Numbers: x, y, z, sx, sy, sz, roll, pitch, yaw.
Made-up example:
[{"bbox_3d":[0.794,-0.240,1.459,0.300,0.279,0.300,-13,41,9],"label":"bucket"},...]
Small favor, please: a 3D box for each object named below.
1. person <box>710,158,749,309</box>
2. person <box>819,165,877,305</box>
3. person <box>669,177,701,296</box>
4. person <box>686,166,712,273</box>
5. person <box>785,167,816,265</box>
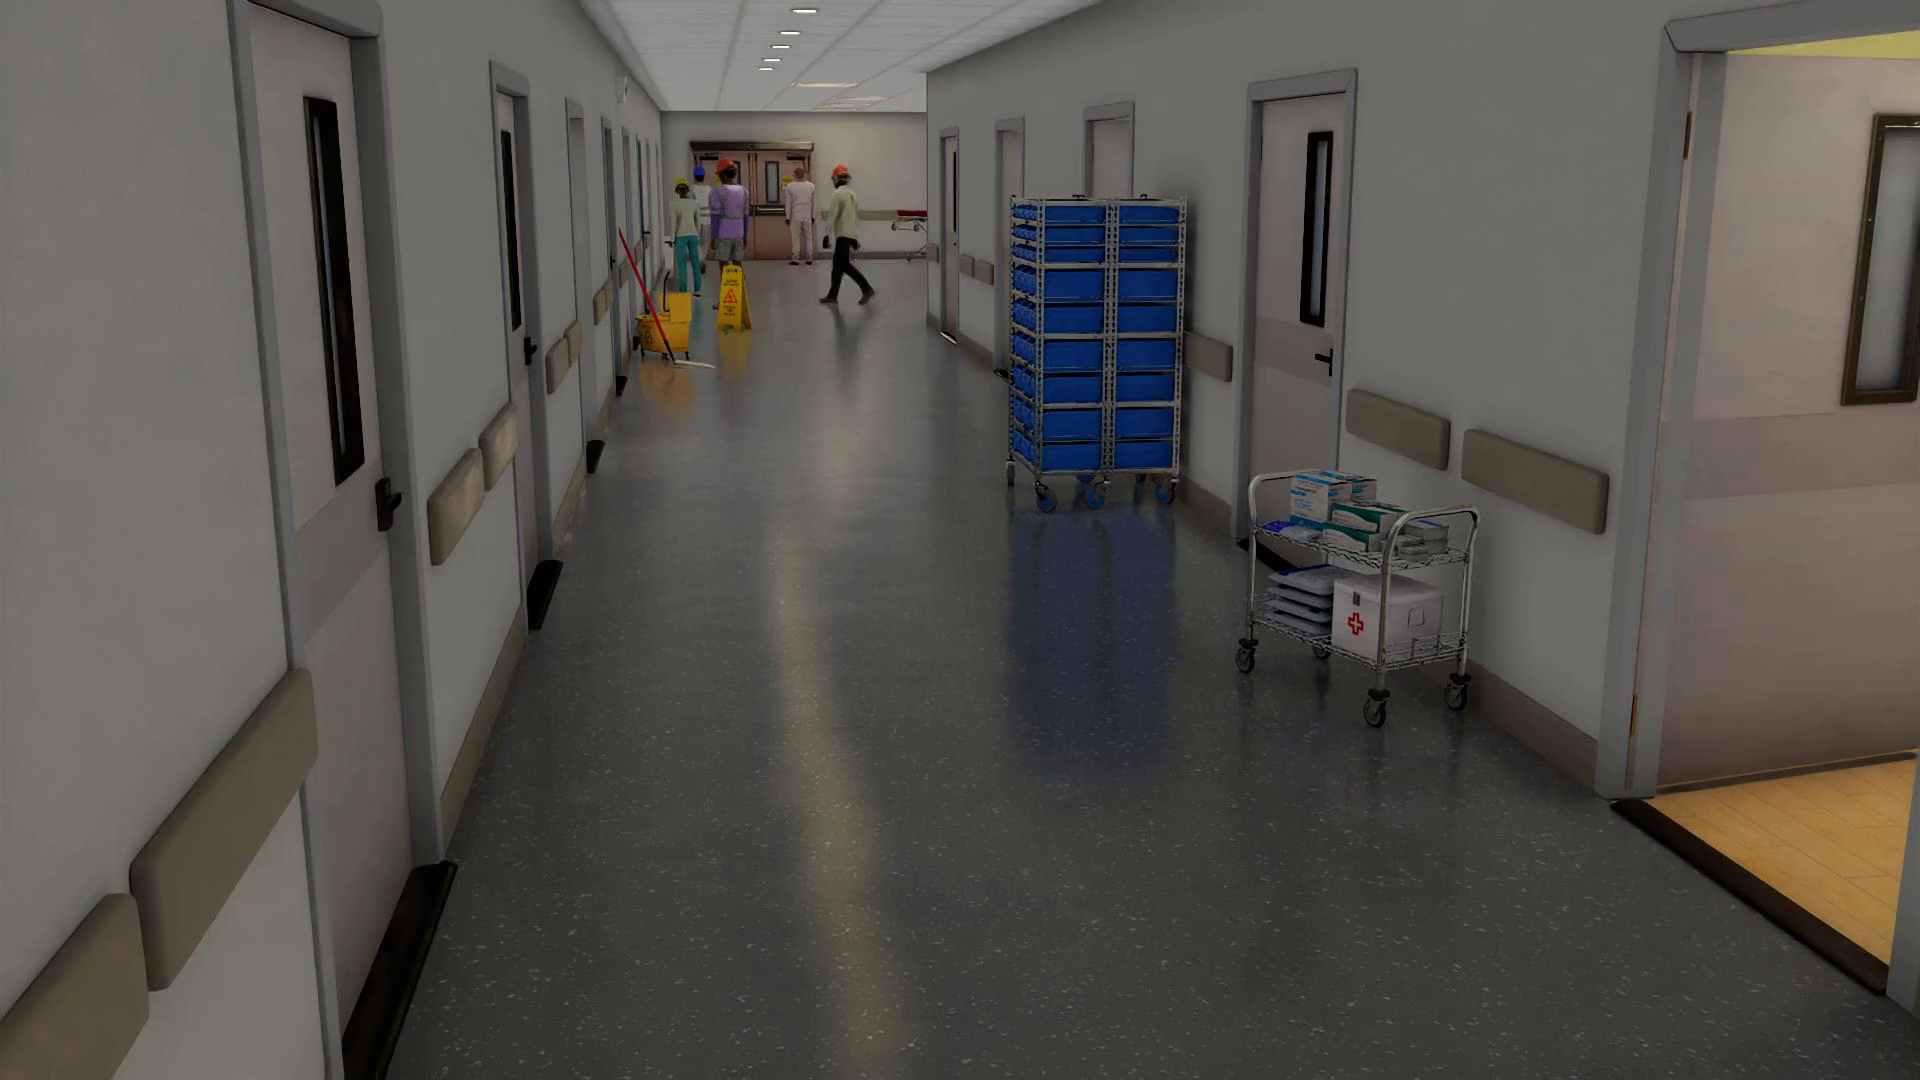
[{"bbox_3d":[-3.145,-4.148,22.612,0.409,2.030,0.610,12,18,44],"label":"person"},{"bbox_3d":[-1.598,-4.272,23.356,0.837,1.946,0.660,4,13,18],"label":"person"},{"bbox_3d":[-4.093,-4.490,24.714,0.524,1.764,0.329,-10,16,-37],"label":"person"},{"bbox_3d":[-4.732,-5.817,30.243,0.616,1.921,0.822,-7,14,-27],"label":"person"},{"bbox_3d":[-3.155,-6.381,32.790,0.643,1.909,0.410,-7,14,-27],"label":"person"}]
